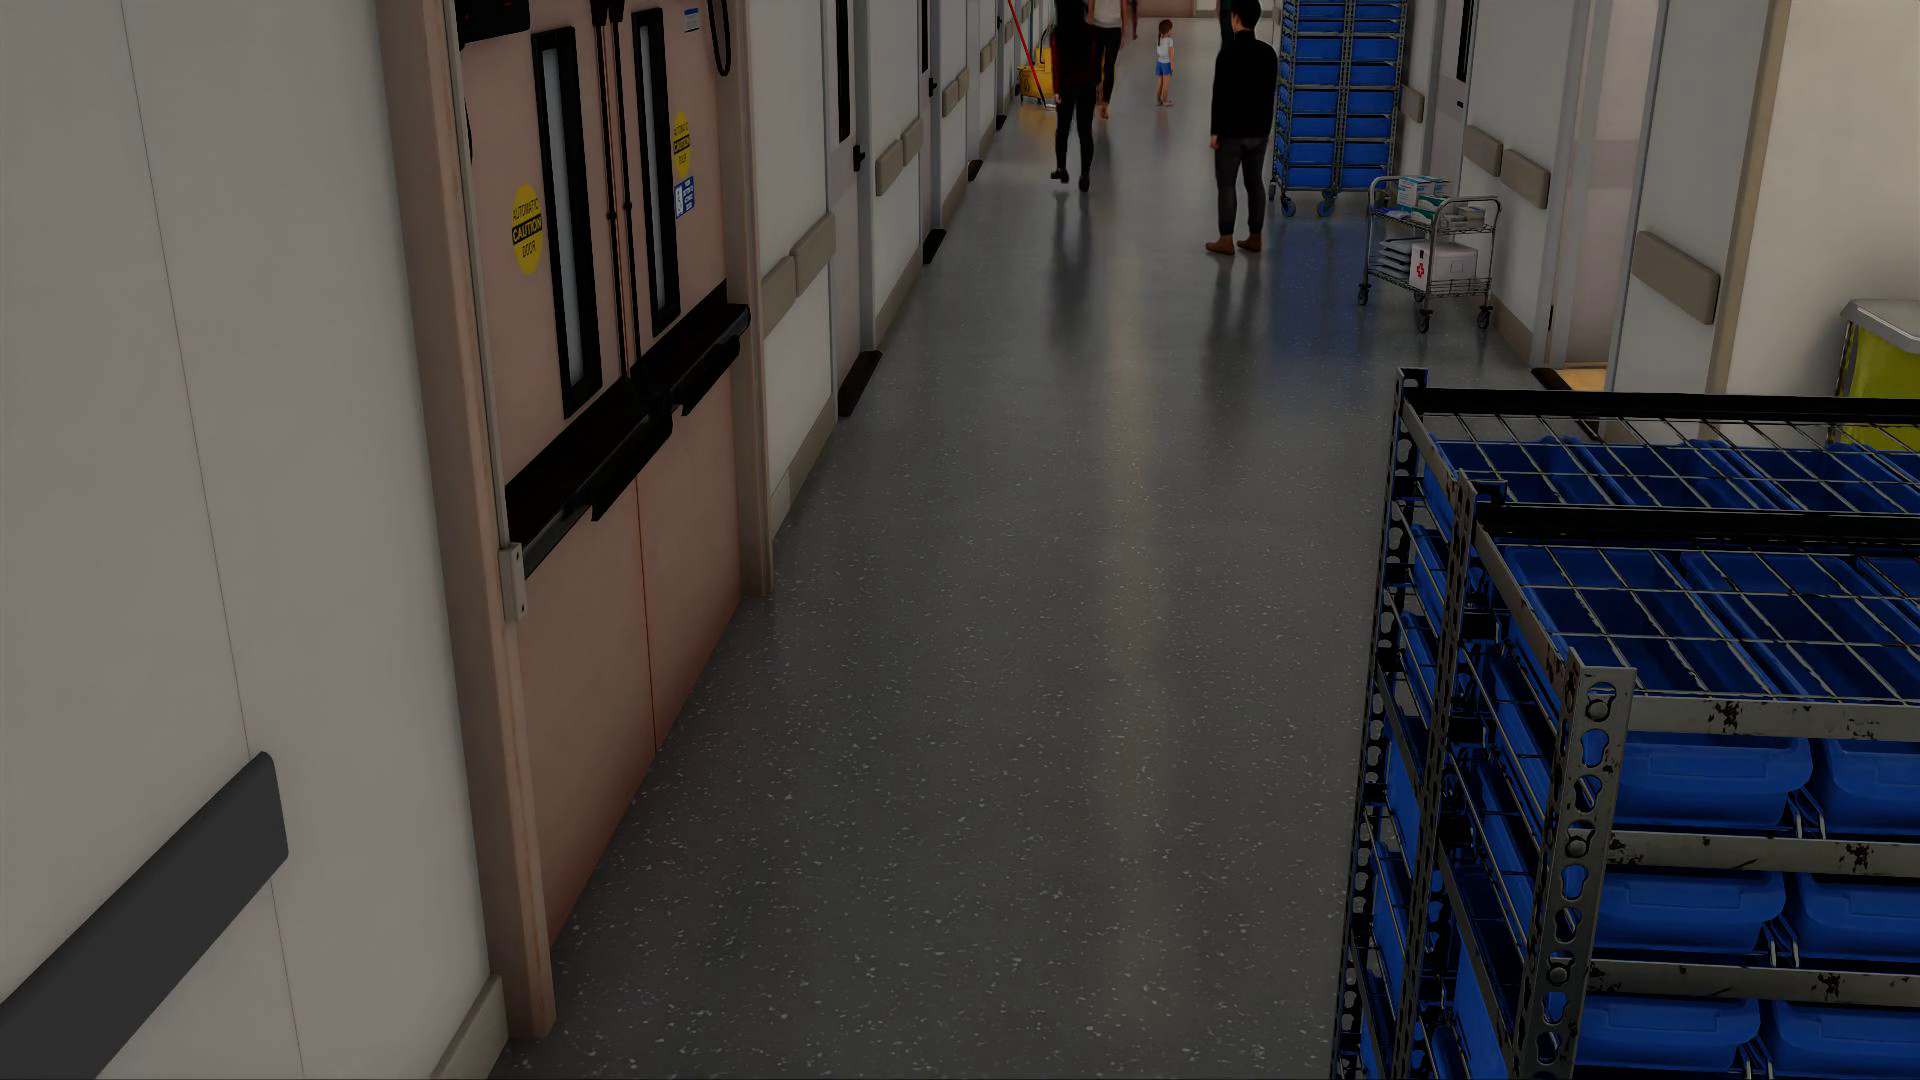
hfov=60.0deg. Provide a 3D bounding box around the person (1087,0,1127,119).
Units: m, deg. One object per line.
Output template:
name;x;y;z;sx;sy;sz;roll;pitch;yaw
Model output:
person;1.667;-5.738;18.938;0.638;1.807;1.014;4;21;9

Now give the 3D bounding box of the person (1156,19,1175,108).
person;2.485;-5.808;20.233;0.550;1.020;0.480;-12;24;-29

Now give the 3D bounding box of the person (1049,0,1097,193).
person;1.003;-3.719;13.866;0.807;1.624;0.976;-5;21;-13

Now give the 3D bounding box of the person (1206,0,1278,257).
person;1.937;-2.831;11.384;0.722;1.721;0.710;-9;22;-22
